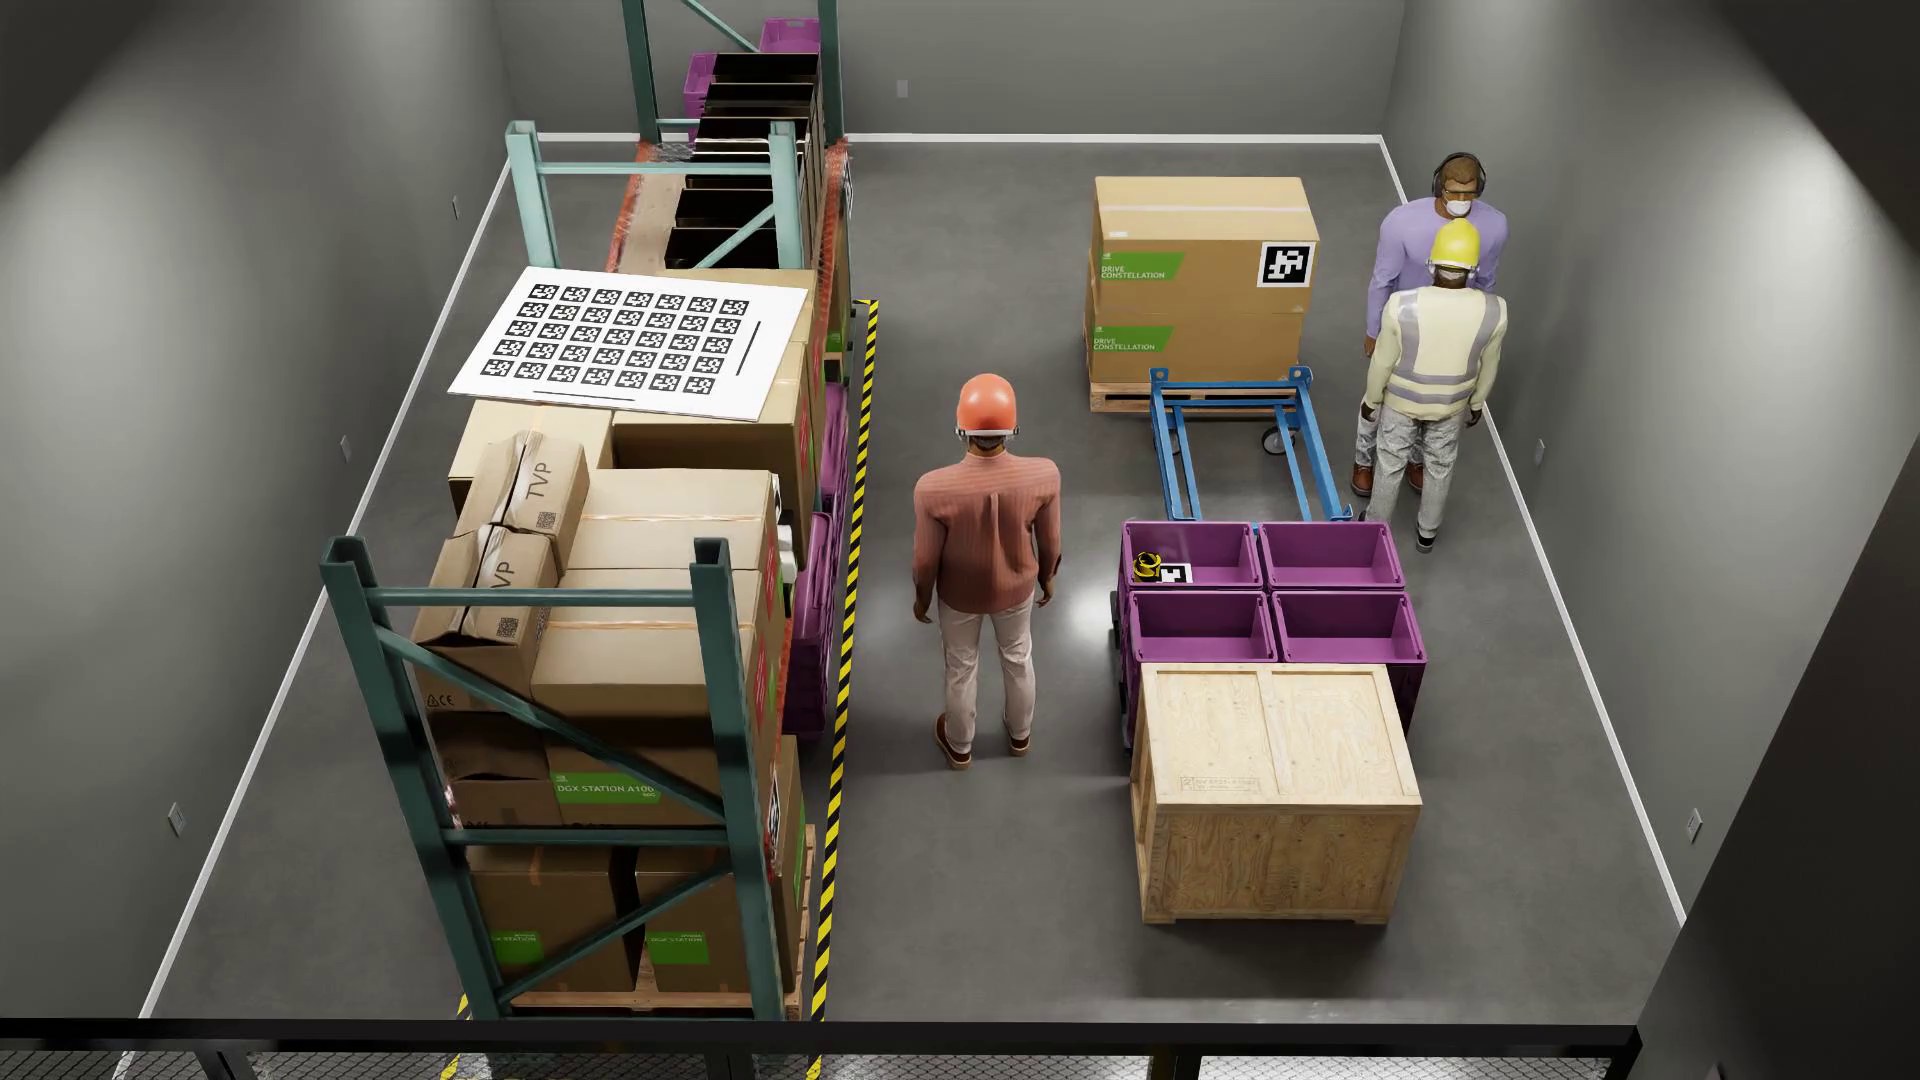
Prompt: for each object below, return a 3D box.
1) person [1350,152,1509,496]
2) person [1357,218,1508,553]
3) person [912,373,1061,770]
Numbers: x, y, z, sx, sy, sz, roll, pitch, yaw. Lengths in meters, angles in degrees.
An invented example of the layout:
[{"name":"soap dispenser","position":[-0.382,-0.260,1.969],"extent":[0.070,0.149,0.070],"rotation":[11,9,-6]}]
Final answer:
[{"name":"person","position":[2.329,-1.062,8.324],"extent":[0.627,1.940,0.372],"rotation":[-1,41,-1]},{"name":"person","position":[2.240,-0.708,8.003],"extent":[0.599,1.827,0.403],"rotation":[2,41,2]},{"name":"person","position":[0.103,0.162,6.886],"extent":[0.625,1.992,0.388],"rotation":[-9,42,-11]}]
